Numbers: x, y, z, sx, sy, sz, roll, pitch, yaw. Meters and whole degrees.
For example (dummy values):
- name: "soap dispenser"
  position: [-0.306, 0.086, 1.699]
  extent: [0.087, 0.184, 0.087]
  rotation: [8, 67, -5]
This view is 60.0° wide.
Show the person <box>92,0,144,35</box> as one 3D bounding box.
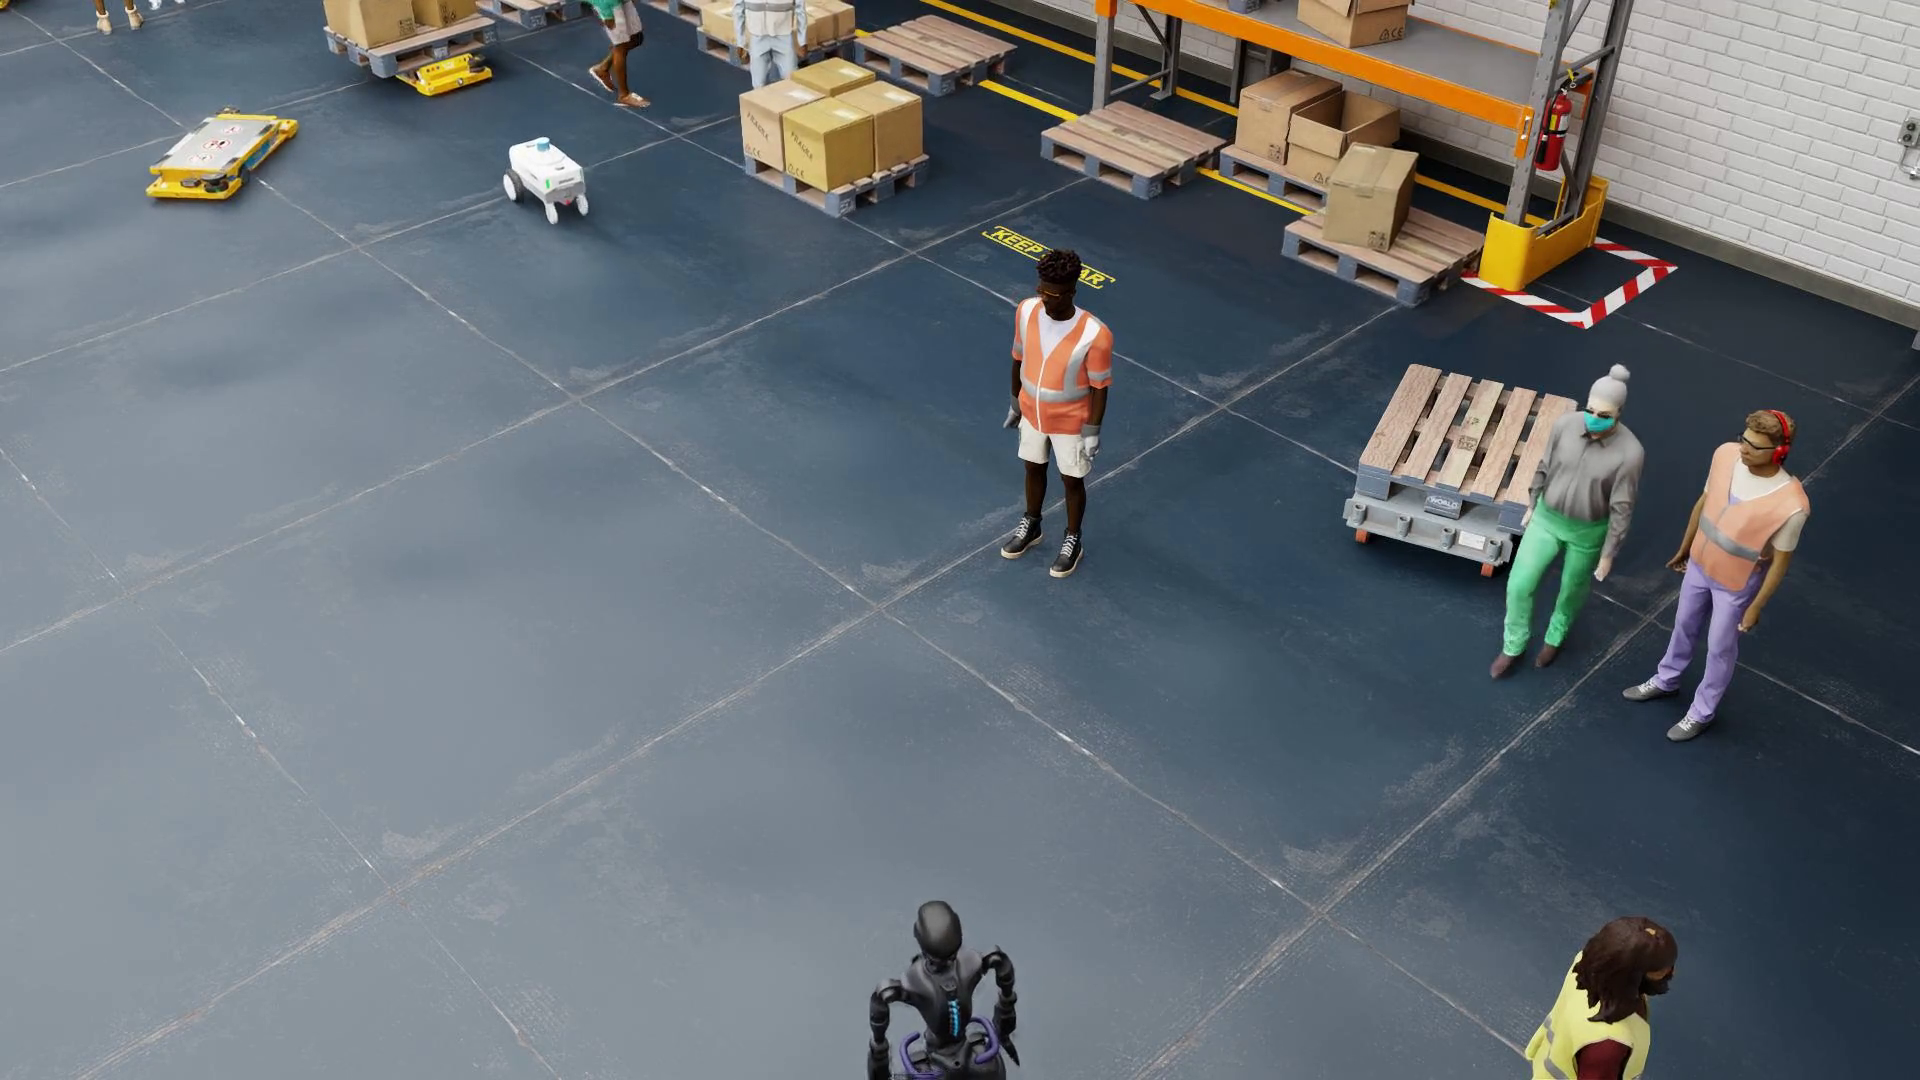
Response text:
- name: "person"
  position: [-8.311, -5.864, 15.826]
  extent: [0.604, 2.045, 0.375]
  rotation: [-18, 41, -23]

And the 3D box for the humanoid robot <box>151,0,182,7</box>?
- name: "humanoid robot"
  position: [-8.075, -6.146, 16.464]
  extent: [0.541, 1.791, 0.784]
  rotation: [-11, 39, -15]

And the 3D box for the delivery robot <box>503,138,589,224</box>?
- name: "delivery robot"
  position: [-3.253, -2.873, 13.104]
  extent: [0.499, 0.600, 0.802]
  rotation: [-24, 43, -29]

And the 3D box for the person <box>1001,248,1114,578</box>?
- name: "person"
  position: [0.515, -0.685, 9.033]
  extent: [0.602, 1.966, 0.368]
  rotation: [23, 43, 27]

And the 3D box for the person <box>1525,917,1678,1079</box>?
- name: "person"
  position: [2.131, 1.923, 5.745]
  extent: [0.378, 1.768, 0.470]
  rotation: [9, 38, 12]

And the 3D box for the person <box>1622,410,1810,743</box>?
- name: "person"
  position: [3.687, 0.163, 8.010]
  extent: [0.385, 1.845, 0.568]
  rotation: [-13, 39, -17]

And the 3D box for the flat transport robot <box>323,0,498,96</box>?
- name: "flat transport robot"
  position: [-5.041, -4.483, 15.468]
  extent: [1.431, 0.231, 0.659]
  rotation: [31, 47, 34]

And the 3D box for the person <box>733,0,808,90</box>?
- name: "person"
  position: [-1.548, -4.143, 13.662]
  extent: [0.599, 1.905, 0.394]
  rotation: [-1, 37, -1]

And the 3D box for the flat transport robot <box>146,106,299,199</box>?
- name: "flat transport robot"
  position: [-6.102, -3.211, 13.785]
  extent: [0.659, 0.231, 1.431]
  rotation: [3, 37, 4]

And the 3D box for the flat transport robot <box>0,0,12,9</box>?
- name: "flat transport robot"
  position: [-10.074, -5.780, 17.185]
  extent: [0.659, 0.231, 1.431]
  rotation: [-6, 38, -8]

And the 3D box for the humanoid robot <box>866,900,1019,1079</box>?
- name: "humanoid robot"
  position: [-0.044, 1.887, 5.904]
  extent: [0.602, 1.638, 0.752]
  rotation: [-13, 39, -16]

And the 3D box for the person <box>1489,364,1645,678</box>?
- name: "person"
  position: [3.024, -0.039, 8.290]
  extent: [0.539, 1.820, 0.678]
  rotation: [25, 44, 29]

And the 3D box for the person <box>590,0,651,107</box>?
- name: "person"
  position: [-3.011, -4.650, 14.385]
  extent: [0.477, 1.836, 0.518]
  rotation: [5, 37, 6]
